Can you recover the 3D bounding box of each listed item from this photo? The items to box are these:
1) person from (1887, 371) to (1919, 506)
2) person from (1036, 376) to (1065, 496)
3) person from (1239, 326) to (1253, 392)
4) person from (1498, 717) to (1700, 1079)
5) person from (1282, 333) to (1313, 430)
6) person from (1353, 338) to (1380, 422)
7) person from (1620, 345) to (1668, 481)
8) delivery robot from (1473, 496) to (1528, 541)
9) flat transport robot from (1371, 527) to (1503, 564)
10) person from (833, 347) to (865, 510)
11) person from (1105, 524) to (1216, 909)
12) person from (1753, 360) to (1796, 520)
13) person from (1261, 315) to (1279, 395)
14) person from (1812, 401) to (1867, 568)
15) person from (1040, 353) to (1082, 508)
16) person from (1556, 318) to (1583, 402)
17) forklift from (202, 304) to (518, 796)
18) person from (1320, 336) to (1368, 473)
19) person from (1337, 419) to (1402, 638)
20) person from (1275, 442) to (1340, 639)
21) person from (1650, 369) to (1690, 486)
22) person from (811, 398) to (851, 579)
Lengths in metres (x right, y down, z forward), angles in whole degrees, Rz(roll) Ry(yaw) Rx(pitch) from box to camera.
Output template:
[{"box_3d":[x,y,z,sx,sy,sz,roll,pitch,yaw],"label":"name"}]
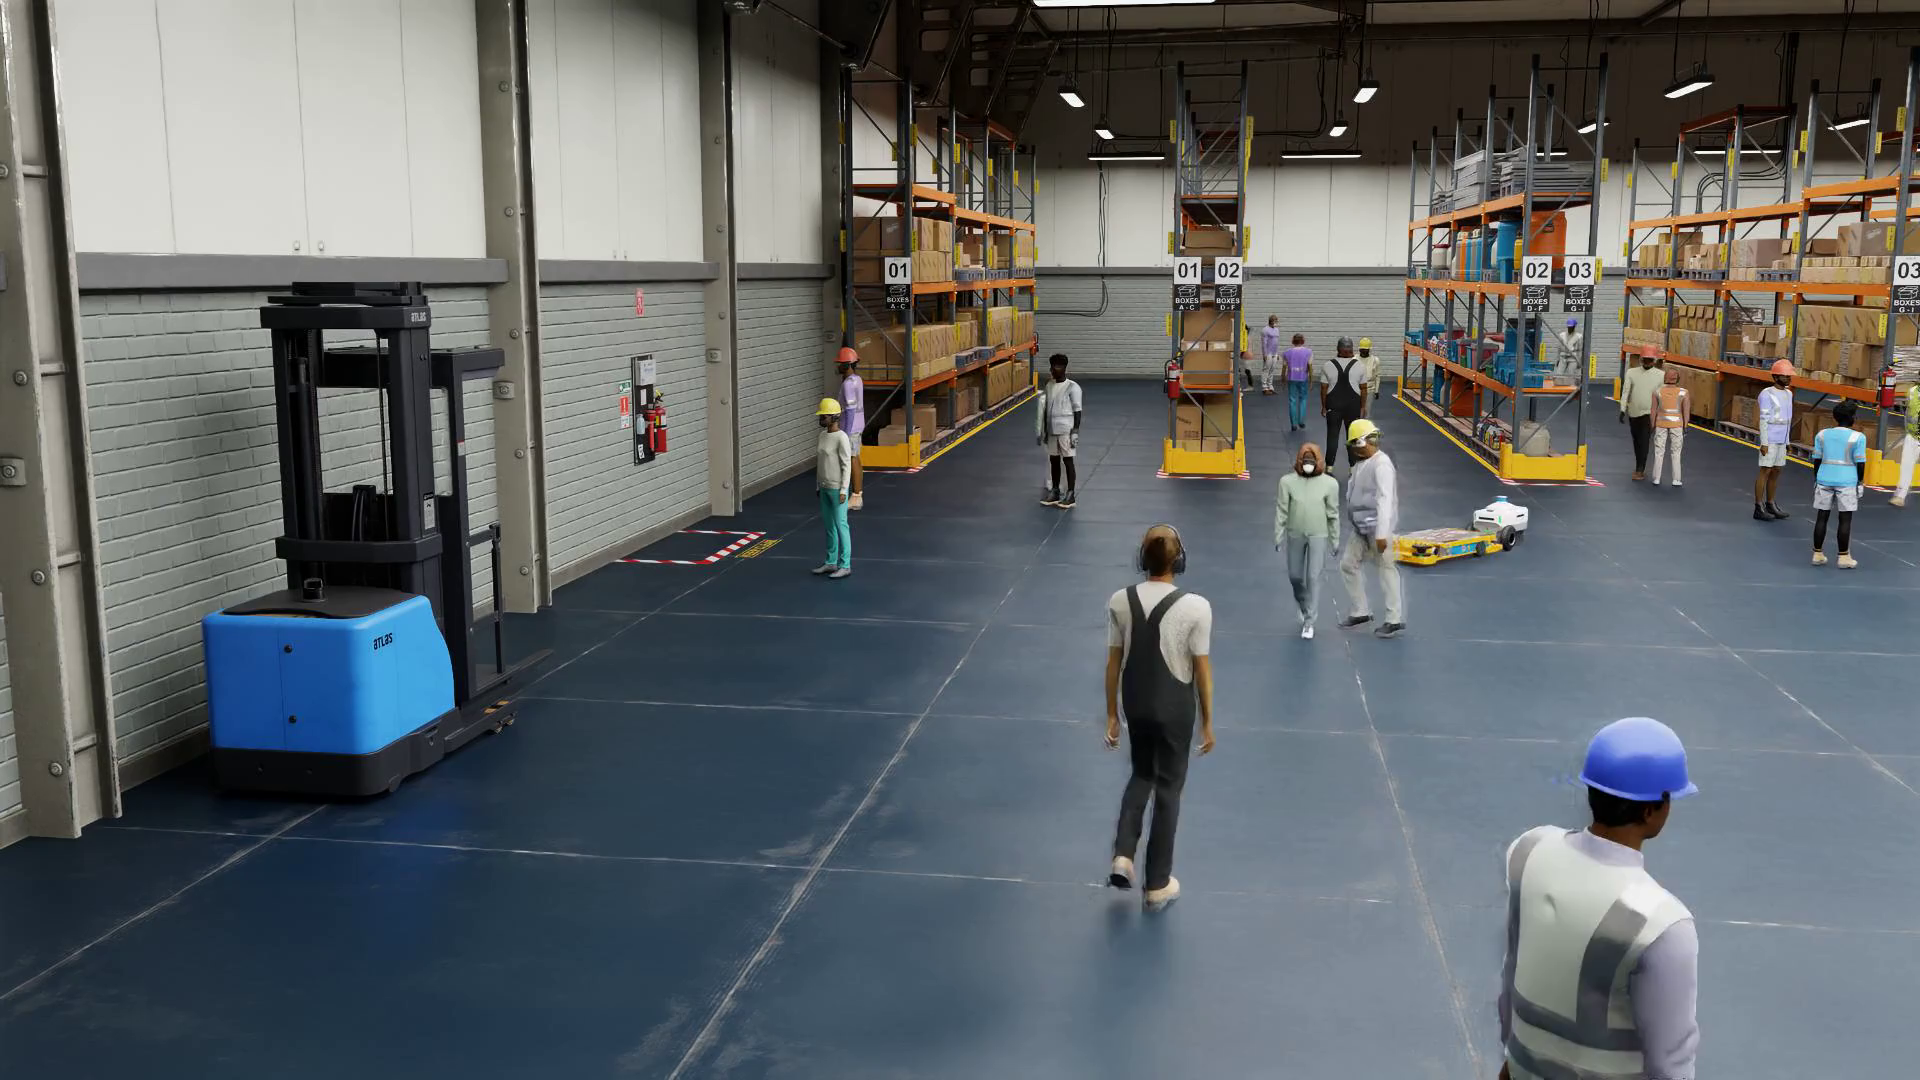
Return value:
[{"box_3d":[12.198,-1.302,21.092,0.866,1.804,0.637,-6,11,-34],"label":"person"},{"box_3d":[1.280,-1.419,22.485,0.523,1.597,0.851,-4,10,-24],"label":"person"},{"box_3d":[6.964,-4.507,41.328,0.751,1.667,0.540,0,9,0],"label":"person"},{"box_3d":[1.581,1.382,4.164,0.450,1.933,0.643,-3,10,-17],"label":"person"},{"box_3d":[6.432,-3.022,31.668,0.604,1.815,0.791,2,9,14],"label":"person"},{"box_3d":[7.135,-2.662,29.455,0.589,1.822,0.403,1,9,7],"label":"person"},{"box_3d":[10.009,-1.885,24.327,0.611,1.951,1.020,6,11,34],"label":"person"},{"box_3d":[5.947,-0.242,18.273,0.477,0.478,0.707,9,13,43],"label":"delivery robot"},{"box_3d":[5.072,0.049,17.637,1.431,0.197,0.652,-8,12,-39],"label":"flat transport robot"},{"box_3d":[-1.405,-1.410,21.049,0.385,2.045,0.605,1,9,7],"label":"person"},{"box_3d":[0.960,0.832,7.889,0.507,1.832,0.396,6,11,34],"label":"person"},{"box_3d":[9.912,-1.218,20.192,0.543,1.939,0.356,-6,11,-32],"label":"person"},{"box_3d":[7.567,-4.508,40.497,0.373,1.935,0.628,8,12,42],"label":"person"},{"box_3d":[8.955,-0.575,16.956,0.320,1.698,0.537,-6,11,-33],"label":"person"},{"box_3d":[1.283,-1.402,21.242,0.362,1.963,0.613,-8,12,-41],"label":"person"},{"box_3d":[13.943,-4.119,38.107,0.633,1.925,0.518,9,13,44],"label":"person"},{"box_3d":[-3.673,-0.038,10.147,1.129,2.768,1.873,1,9,9],"label":"forklift"},{"box_3d":[5.739,-2.007,24.876,0.689,2.000,0.539,3,10,16],"label":"person"},{"box_3d":[3.381,-0.102,13.778,0.628,1.776,0.656,-1,9,-9],"label":"person"},{"box_3d":[2.906,-0.029,13.869,0.531,1.611,0.627,3,10,19],"label":"person"},{"box_3d":[9.932,-1.571,23.292,0.514,1.640,0.310,5,11,30],"label":"person"},{"box_3d":[-1.269,-0.512,16.371,0.313,1.767,0.533,-6,11,-34],"label":"person"}]
